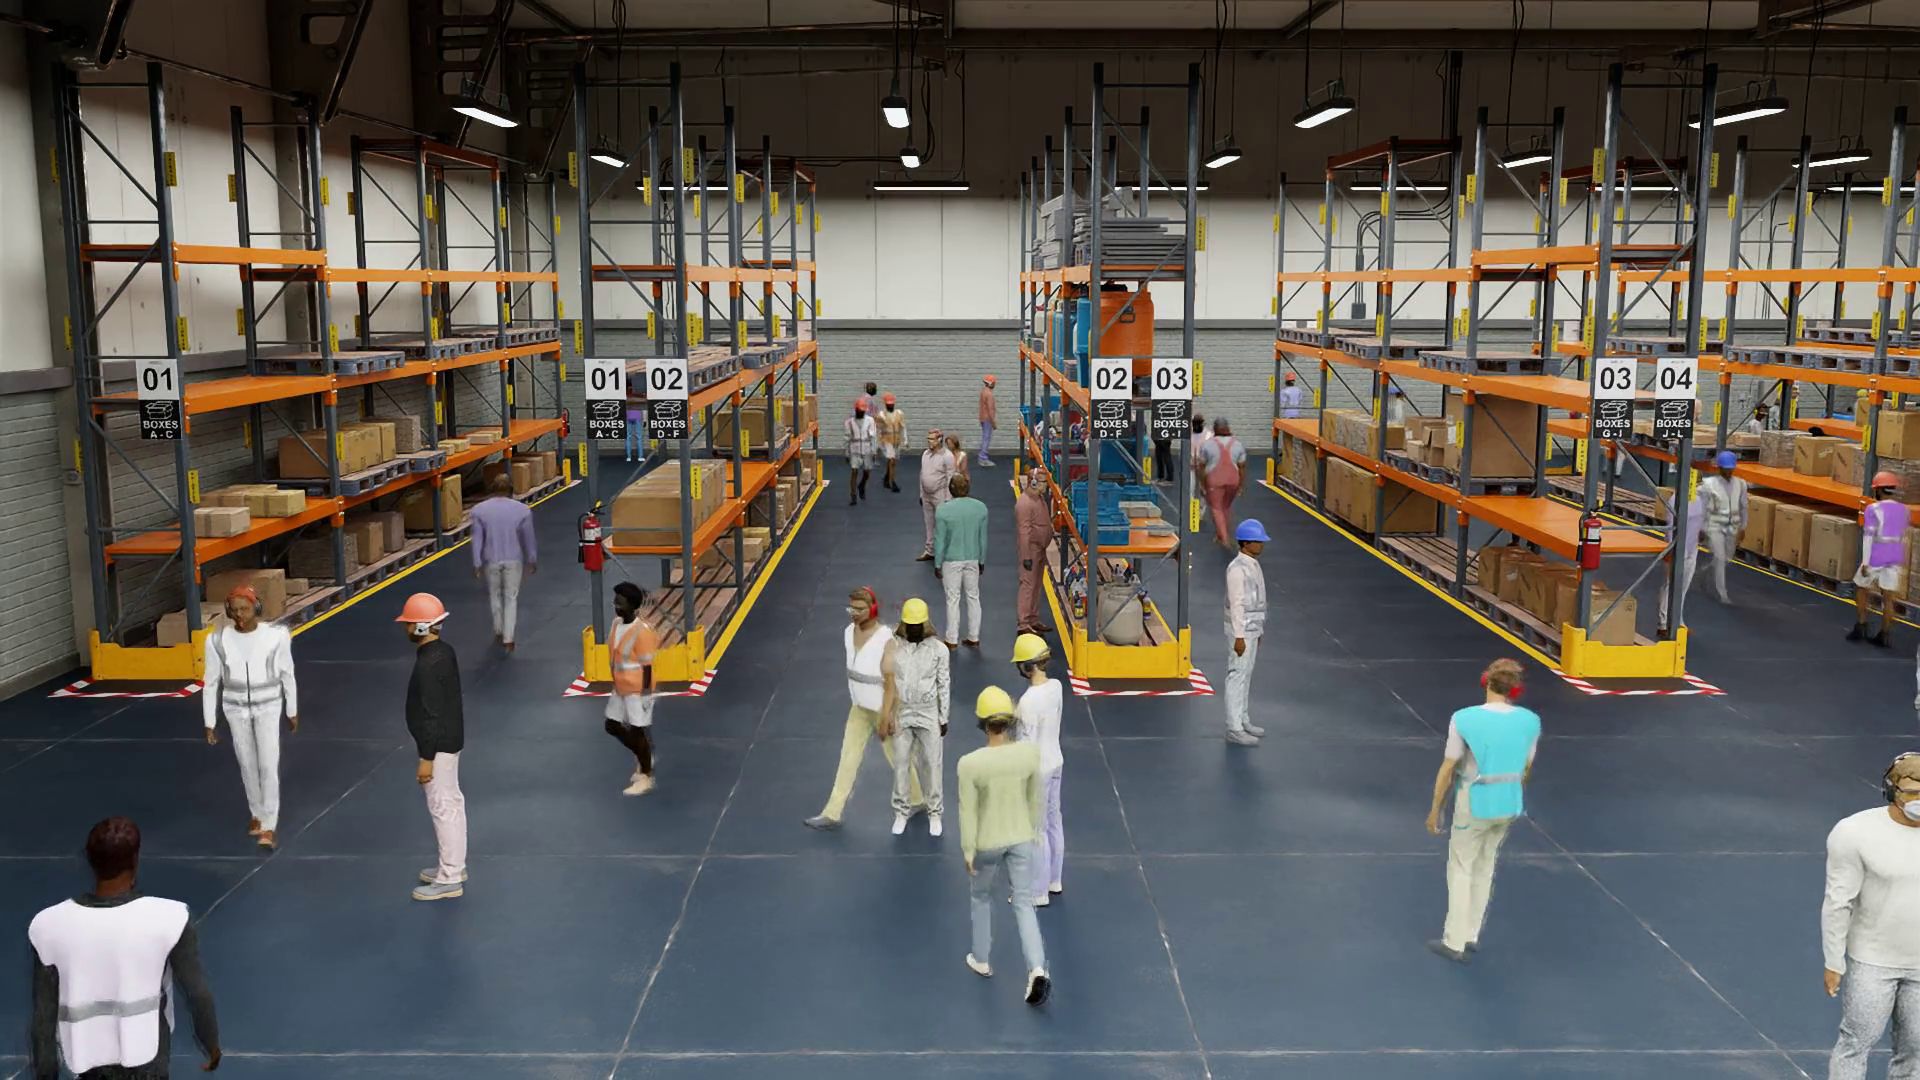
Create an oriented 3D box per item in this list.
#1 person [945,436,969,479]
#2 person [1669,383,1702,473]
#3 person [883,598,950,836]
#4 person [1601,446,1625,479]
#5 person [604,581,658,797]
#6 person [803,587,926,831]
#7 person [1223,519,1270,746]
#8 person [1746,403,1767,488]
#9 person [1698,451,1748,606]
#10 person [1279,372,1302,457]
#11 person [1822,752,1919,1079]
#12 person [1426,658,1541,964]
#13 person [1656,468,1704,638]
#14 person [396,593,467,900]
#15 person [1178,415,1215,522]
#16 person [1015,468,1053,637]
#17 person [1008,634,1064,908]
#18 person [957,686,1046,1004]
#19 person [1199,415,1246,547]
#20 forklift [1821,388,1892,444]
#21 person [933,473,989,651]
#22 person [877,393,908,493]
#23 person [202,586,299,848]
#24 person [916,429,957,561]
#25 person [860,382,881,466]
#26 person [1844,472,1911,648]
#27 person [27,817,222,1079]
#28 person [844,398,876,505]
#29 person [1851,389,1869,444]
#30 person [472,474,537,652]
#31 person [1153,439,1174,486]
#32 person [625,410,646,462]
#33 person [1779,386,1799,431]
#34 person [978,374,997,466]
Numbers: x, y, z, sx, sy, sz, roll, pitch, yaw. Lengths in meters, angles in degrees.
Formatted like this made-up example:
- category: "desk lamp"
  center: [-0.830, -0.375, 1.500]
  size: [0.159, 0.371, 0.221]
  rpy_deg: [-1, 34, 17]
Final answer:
- category: "person"
  center: [-0.063, -0.841, 25.965]
  size: [0.526, 1.597, 0.850]
  rpy_deg: [4, 10, 26]
- category: "person"
  center: [15.087, -2.314, 34.536]
  size: [0.671, 1.880, 0.619]
  rpy_deg: [-6, 11, -35]
- category: "person"
  center: [-0.316, 1.269, 11.960]
  size: [0.484, 1.737, 0.322]
  rpy_deg: [1, 9, 7]
- category: "person"
  center: [13.299, -2.151, 33.731]
  size: [0.586, 1.803, 0.743]
  rpy_deg: [1, 9, 7]
- category: "person"
  center: [-2.546, 1.150, 12.853]
  size: [0.356, 1.687, 0.544]
  rpy_deg: [-7, 11, -39]
- category: "person"
  center: [-0.647, 1.220, 12.113]
  size: [1.001, 1.789, 0.590]
  rpy_deg: [-8, 12, -40]
- category: "person"
  center: [2.473, 0.782, 14.406]
  size: [0.388, 1.949, 0.602]
  rpy_deg: [4, 10, 22]
- category: "person"
  center: [13.986, -1.479, 29.233]
  size: [0.336, 1.864, 0.521]
  rpy_deg: [8, 12, 41]
- category: "person"
  center: [9.456, -0.179, 20.737]
  size: [0.608, 1.915, 0.840]
  rpy_deg: [-1, 9, -6]
- category: "person"
  center: [7.496, -2.817, 37.738]
  size: [0.566, 1.943, 0.416]
  rpy_deg: [-4, 10, -26]
- category: "person"
  center: [4.151, 1.880, 7.376]
  size: [0.635, 1.938, 0.359]
  rpy_deg: [1, 9, 6]
- category: "person"
  center: [3.039, 1.578, 9.737]
  size: [0.612, 1.810, 0.520]
  rpy_deg: [-3, 9, -20]
- category: "person"
  center: [8.057, 0.149, 18.556]
  size: [0.630, 1.931, 0.383]
  rpy_deg: [-8, 12, -41]
- category: "person"
  center: [-3.409, 1.325, 10.768]
  size: [0.394, 1.994, 0.612]
  rpy_deg: [-1, 9, -6]
- category: "person"
  center: [3.895, -1.153, 27.354]
  size: [0.652, 1.790, 0.941]
  rpy_deg: [3, 9, 16]
- category: "person"
  center: [0.845, 0.137, 18.739]
  size: [0.404, 1.900, 0.642]
  rpy_deg: [3, 9, 20]
- category: "person"
  center: [0.481, 1.464, 10.634]
  size: [0.329, 1.760, 0.523]
  rpy_deg: [4, 10, 26]
- category: "person"
  center: [0.246, 1.683, 9.286]
  size: [0.521, 1.739, 0.804]
  rpy_deg: [-3, 9, -18]
- category: "person"
  center: [3.928, -0.875, 24.774]
  size: [0.696, 2.000, 0.859]
  rpy_deg: [-2, 9, -10]
- category: "forklift"
  center: [20.072, -3.110, 36.462]
  size: [1.873, 2.768, 1.129]
  rpy_deg: [0, 9, 0]
- category: "person"
  center: [0.009, 0.238, 17.962]
  size: [0.626, 1.934, 0.373]
  rpy_deg: [-4, 10, -25]
- category: "person"
  center: [-1.335, -1.875, 31.695]
  size: [0.553, 1.898, 0.966]
  rpy_deg: [-4, 10, -23]
- category: "person"
  center: [-5.007, 1.255, 11.711]
  size: [0.601, 1.835, 0.939]
  rpy_deg: [-2, 9, -14]
- category: "person"
  center: [-0.352, -0.621, 23.572]
  size: [0.641, 1.908, 0.407]
  rpy_deg: [8, 12, 43]
- category: "person"
  center: [-1.900, -2.491, 35.886]
  size: [0.605, 1.823, 0.648]
  rpy_deg: [-1, 9, -7]
- category: "person"
  center: [10.076, 0.209, 18.222]
  size: [0.560, 1.904, 0.631]
  rpy_deg: [-1, 9, -5]
- category: "person"
  center: [-3.321, 2.013, 6.710]
  size: [0.627, 1.872, 0.948]
  rpy_deg: [-2, 9, -10]
- category: "person"
  center: [-1.800, -1.600, 29.848]
  size: [0.571, 1.911, 0.712]
  rpy_deg: [-1, 9, -7]
- category: "person"
  center: [18.868, -2.295, 34.858]
  size: [0.288, 1.746, 0.487]
  rpy_deg: [8, 12, 42]
- category: "person"
  center: [-4.947, 0.220, 18.143]
  size: [0.663, 1.901, 0.919]
  rpy_deg: [-1, 9, -8]
- category: "person"
  center: [3.940, -2.048, 32.547]
  size: [0.449, 1.978, 0.630]
  rpy_deg: [-3, 9, -16]
- category: "person"
  center: [-7.243, -2.690, 36.812]
  size: [0.594, 1.924, 0.382]
  rpy_deg: [-1, 9, -5]
- category: "person"
  center: [17.064, -2.252, 34.258]
  size: [0.517, 1.843, 0.325]
  rpy_deg: [-4, 10, -25]
- category: "person"
  center: [0.617, -2.599, 36.041]
  size: [0.406, 1.988, 0.619]
  rpy_deg: [-2, 9, -14]
